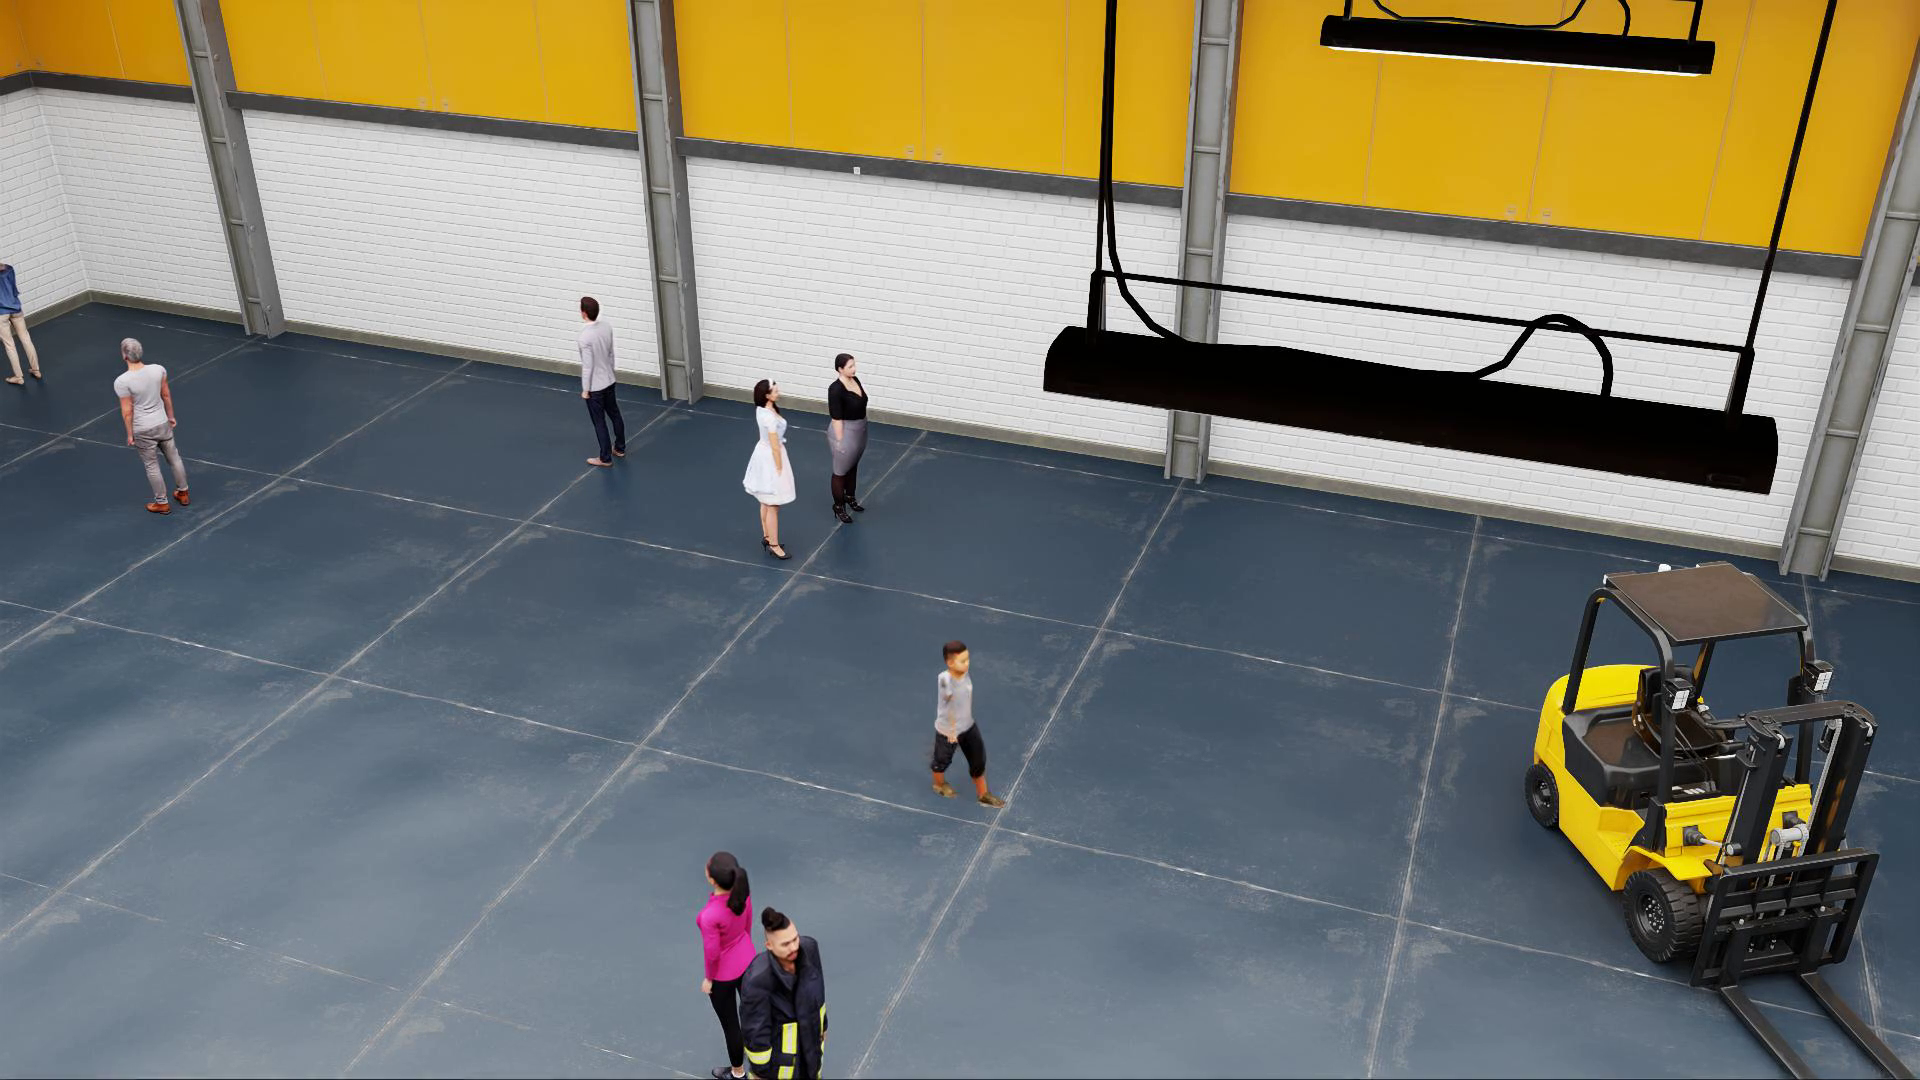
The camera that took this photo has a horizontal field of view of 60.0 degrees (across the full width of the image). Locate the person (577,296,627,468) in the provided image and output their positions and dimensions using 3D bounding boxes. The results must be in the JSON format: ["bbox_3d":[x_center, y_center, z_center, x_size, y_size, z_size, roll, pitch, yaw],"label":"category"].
[{"bbox_3d":[-3.812,-1.681,17.556,0.577,1.850,0.693,13,31,22],"label":"person"}]

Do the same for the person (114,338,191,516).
[{"bbox_3d":[-8.065,-1.142,16.589,0.635,1.831,0.736,17,33,28],"label":"person"}]

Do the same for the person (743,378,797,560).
[{"bbox_3d":[-1.793,-0.679,15.753,0.905,1.818,0.854,-8,30,-15],"label":"person"}]

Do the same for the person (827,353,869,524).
[{"bbox_3d":[-1.131,-1.034,16.464,0.613,1.760,0.667,11,31,20],"label":"person"}]

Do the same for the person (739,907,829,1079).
[{"bbox_3d":[-0.978,2.796,9.339,0.838,1.860,0.850,23,36,36],"label":"person"}]

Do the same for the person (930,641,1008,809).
[{"bbox_3d":[-0.094,1.315,12.493,0.940,1.439,0.754,20,34,32],"label":"person"}]

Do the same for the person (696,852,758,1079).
[{"bbox_3d":[-1.357,2.552,9.954,0.631,1.698,0.631,17,33,29],"label":"person"}]

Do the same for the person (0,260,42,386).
[{"bbox_3d":[-11.193,-2.666,19.521,0.605,1.697,0.640,15,32,25],"label":"person"}]
